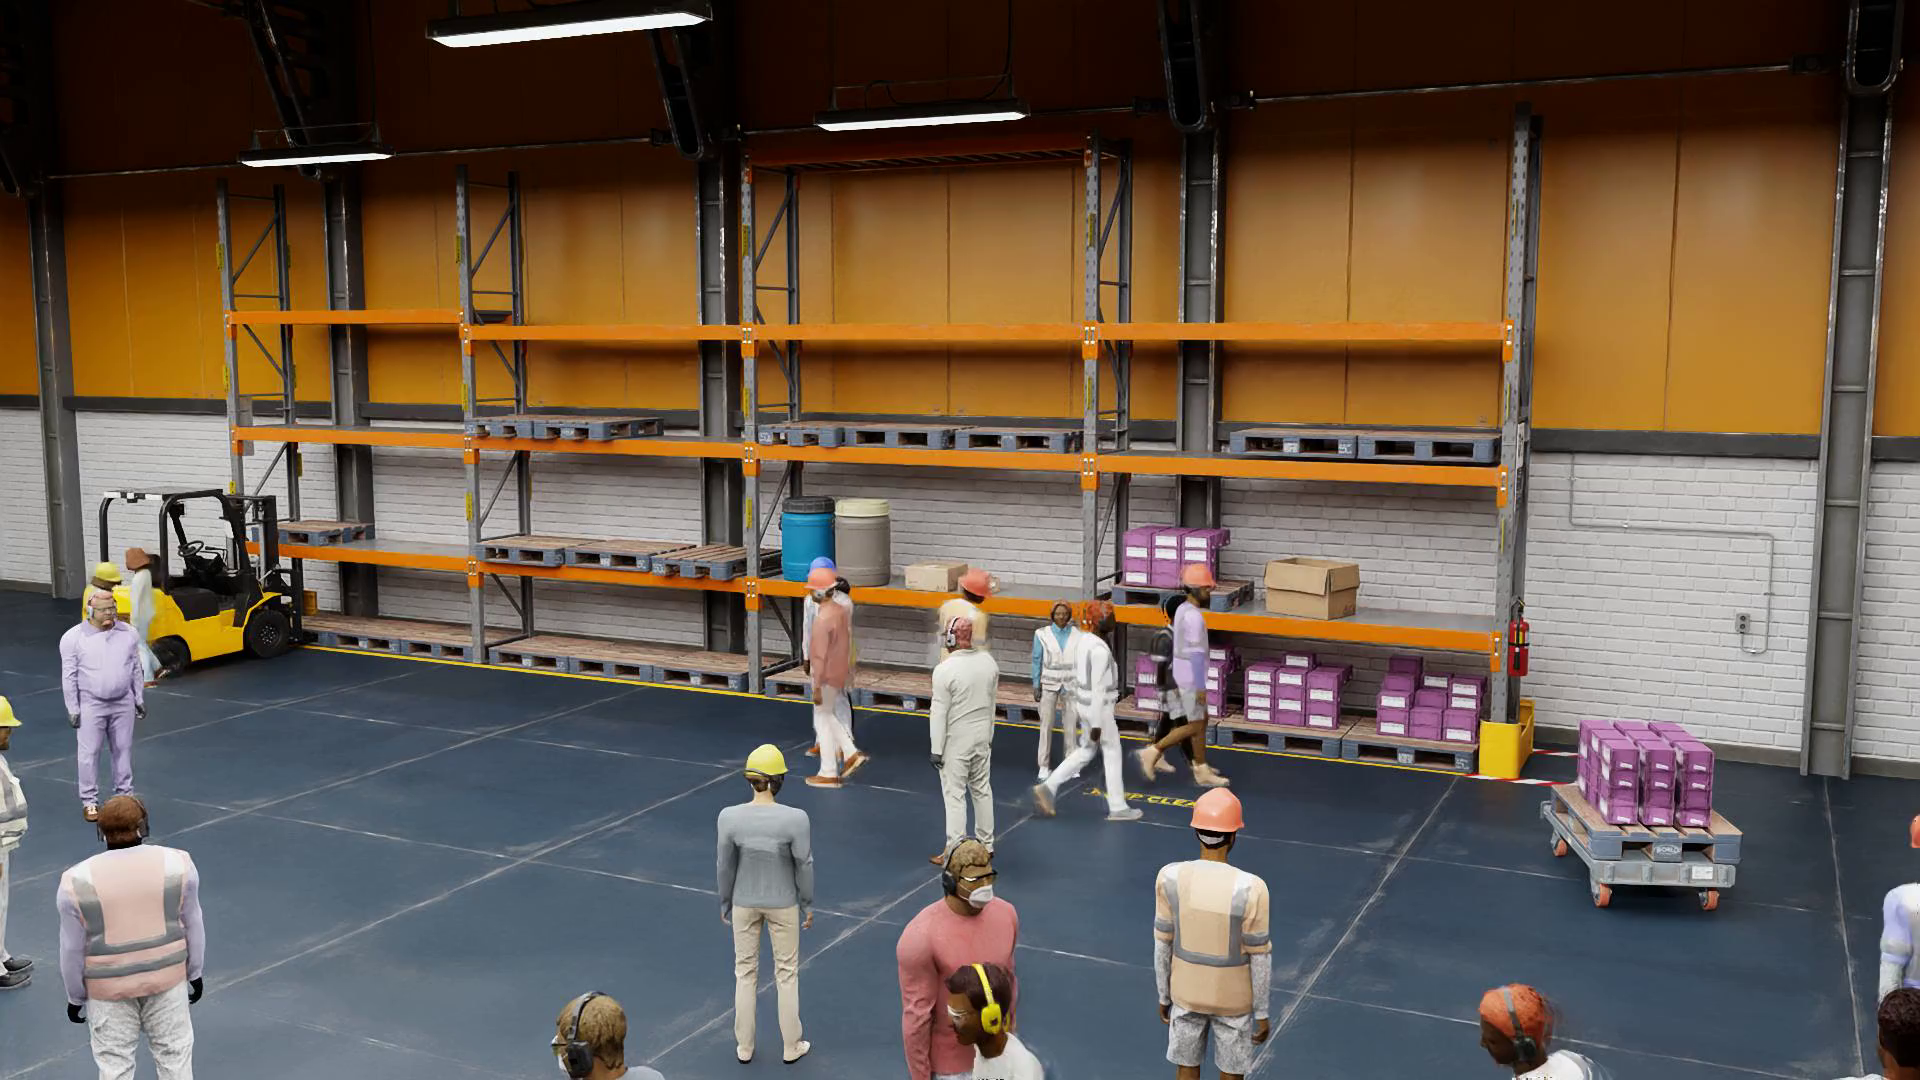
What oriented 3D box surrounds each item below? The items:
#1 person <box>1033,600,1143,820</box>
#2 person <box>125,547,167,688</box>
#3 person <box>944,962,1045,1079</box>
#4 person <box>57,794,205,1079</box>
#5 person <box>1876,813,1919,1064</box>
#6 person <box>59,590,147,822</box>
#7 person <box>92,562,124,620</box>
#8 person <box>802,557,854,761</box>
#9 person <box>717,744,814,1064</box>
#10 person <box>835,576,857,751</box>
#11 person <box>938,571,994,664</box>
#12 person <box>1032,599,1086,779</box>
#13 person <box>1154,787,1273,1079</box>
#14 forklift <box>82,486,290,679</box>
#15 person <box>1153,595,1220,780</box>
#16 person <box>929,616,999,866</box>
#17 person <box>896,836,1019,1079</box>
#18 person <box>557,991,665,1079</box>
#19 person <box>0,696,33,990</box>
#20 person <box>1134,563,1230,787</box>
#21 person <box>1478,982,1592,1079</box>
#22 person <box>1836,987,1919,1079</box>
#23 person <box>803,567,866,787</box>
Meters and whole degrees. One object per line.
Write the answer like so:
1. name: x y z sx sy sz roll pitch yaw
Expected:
1. person: 1.067 1.410 13.685 0.843 1.861 0.577 -2 7 -13
2. person: -9.332 0.889 18.913 0.334 1.620 0.514 -2 7 -14
3. person: 0.166 2.379 5.871 0.775 1.823 0.555 -3 7 -20
4. person: -3.933 2.114 7.933 0.620 1.838 0.430 -4 8 -32
5. person: 4.424 2.165 7.420 0.600 1.878 1.031 3 7 22
6. person: -7.103 1.364 13.847 0.407 1.907 0.638 6 9 39
7. person: -8.924 1.063 17.171 0.574 1.696 0.576 -4 8 -33
8. person: -1.259 1.118 15.762 0.612 1.942 0.405 6 9 40
9. person: -1.065 2.000 9.161 0.533 1.766 0.319 0 7 4
10. person: -1.163 1.194 16.094 0.321 1.697 0.530 -1 7 -8
11. person: 0.023 1.212 15.208 0.637 1.886 0.409 6 9 39
12. person: 0.905 1.346 15.082 0.514 1.641 0.307 -1 7 -6
13. person: 1.173 2.096 7.672 0.551 1.935 0.363 3 8 25
14. forklift: -9.426 0.454 20.179 1.214 2.155 2.313 3 8 26
15. person: 2.050 1.334 15.058 0.776 1.661 0.552 4 8 28
16. person: 0.003 1.518 12.622 0.394 1.899 0.641 7 10 43
17. person: 0.022 2.182 6.948 0.631 1.940 0.372 -7 10 -44
18. person: -1.126 2.387 5.319 0.386 1.927 0.641 2 7 17
19. person: -5.931 1.850 10.192 0.403 1.819 0.602 -4 8 -30
20. person: 1.983 1.206 14.669 0.769 2.028 0.615 0 7 4
21. person: 2.014 2.399 5.597 0.617 1.848 0.743 -7 10 -44
22. person: 3.015 2.383 5.369 0.590 1.919 0.392 3 8 25
23. person: -1.164 1.216 14.745 0.457 1.976 0.639 2 7 16
